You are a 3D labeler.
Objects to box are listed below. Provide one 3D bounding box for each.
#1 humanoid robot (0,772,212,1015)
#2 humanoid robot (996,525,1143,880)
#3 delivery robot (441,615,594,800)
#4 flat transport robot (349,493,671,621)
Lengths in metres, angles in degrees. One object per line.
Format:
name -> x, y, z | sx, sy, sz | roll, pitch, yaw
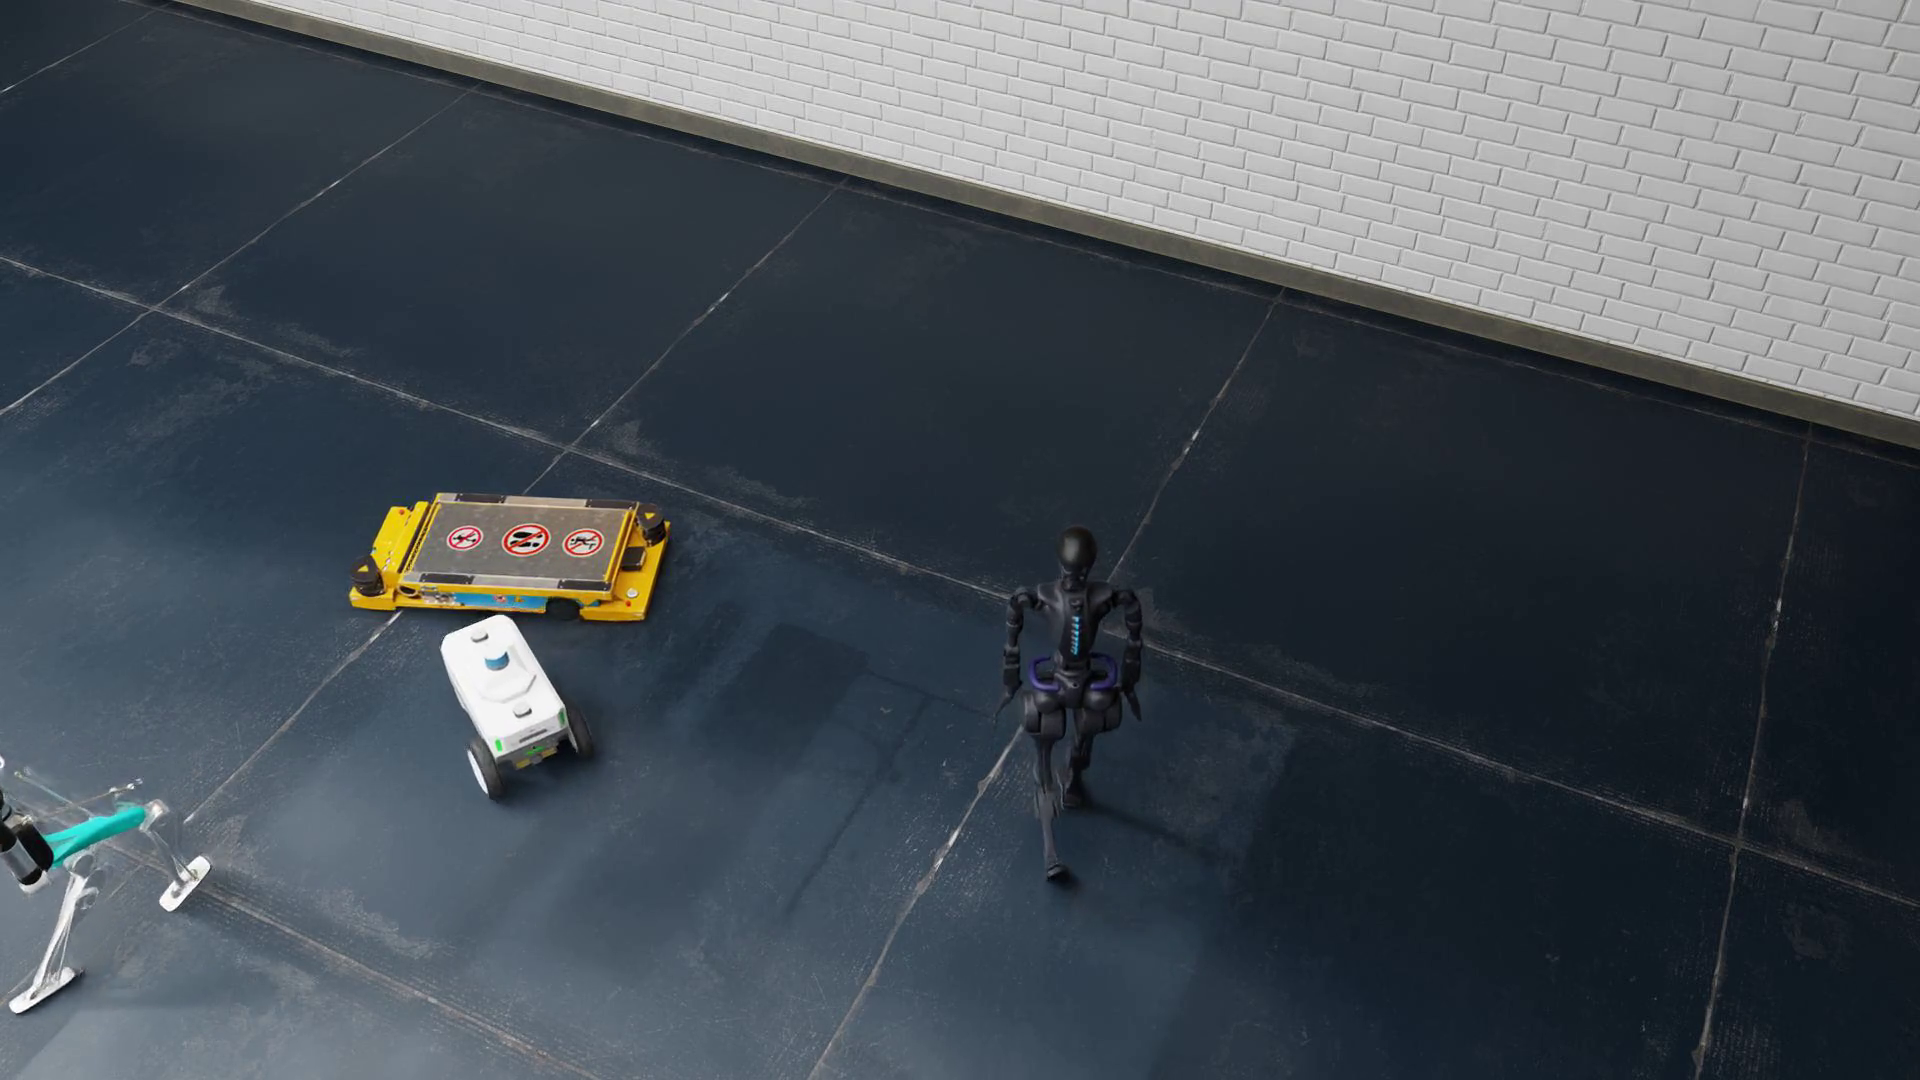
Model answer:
humanoid robot -> -3.324, 0.952, 6.190 | 0.531, 1.776, 1.020 | 31, 51, 29
humanoid robot -> 0.446, 0.655, 6.538 | 0.585, 1.640, 0.695 | -2, 43, -2
delivery robot -> -1.977, 0.704, 7.289 | 0.499, 0.599, 0.784 | -23, 48, -23
flat transport robot -> -2.195, 0.081, 8.168 | 1.431, 0.231, 0.659 | 3, 43, 3
